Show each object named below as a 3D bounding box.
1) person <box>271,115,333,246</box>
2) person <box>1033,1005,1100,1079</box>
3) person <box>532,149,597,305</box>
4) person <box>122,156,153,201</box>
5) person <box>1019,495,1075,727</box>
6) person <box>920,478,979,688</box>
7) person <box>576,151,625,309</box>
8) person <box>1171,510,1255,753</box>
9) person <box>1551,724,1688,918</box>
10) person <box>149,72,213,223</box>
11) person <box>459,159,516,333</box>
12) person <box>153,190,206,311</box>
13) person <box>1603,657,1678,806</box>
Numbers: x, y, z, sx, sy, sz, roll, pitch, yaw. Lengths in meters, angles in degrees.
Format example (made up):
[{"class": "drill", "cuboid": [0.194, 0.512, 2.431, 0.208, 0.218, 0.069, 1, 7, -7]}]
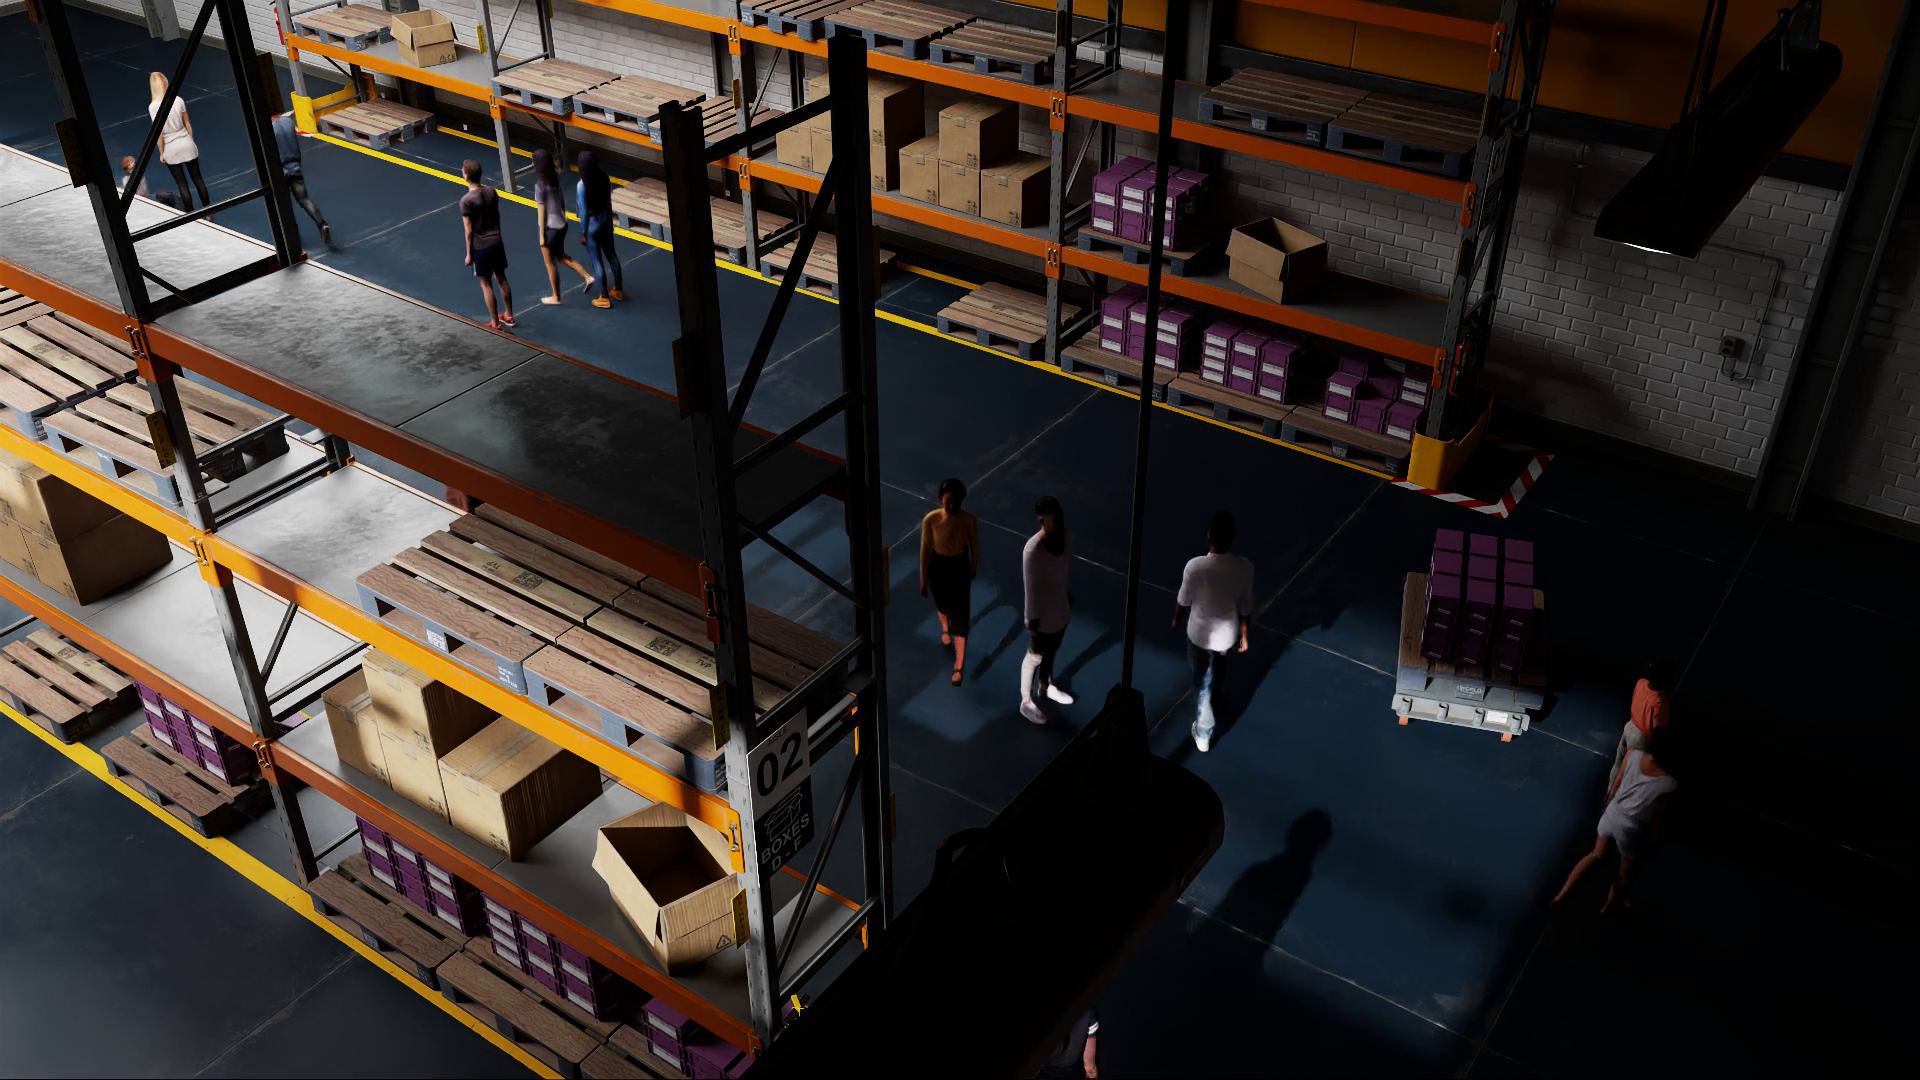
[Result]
[{"class": "person", "cuboid": [-7.590, -4.175, 18.893, 1.020, 1.791, 0.649, 20, 39, 28]}, {"class": "person", "cuboid": [0.456, 2.832, 8.447, 1.201, 1.685, 1.107, 2, 34, 3]}, {"class": "person", "cuboid": [-4.230, -3.291, 17.628, 0.964, 1.720, 0.827, 4, 34, 6]}, {"class": "person", "cuboid": [-9.339, -3.784, 18.868, 0.831, 1.168, 0.465, 19, 38, 26]}, {"class": "person", "cuboid": [0.620, 0.466, 11.866, 0.527, 1.840, 0.660, 22, 39, 29]}, {"class": "person", "cuboid": [-0.086, 0.222, 12.432, 1.007, 1.621, 0.965, 1, 34, 2]}, {"class": "person", "cuboid": [-3.839, -3.305, 17.657, 0.507, 1.711, 0.600, 21, 39, 29]}, {"class": "person", "cuboid": [1.783, 0.679, 11.597, 1.018, 1.784, 1.072, -6, 34, -9]}, {"class": "person", "cuboid": [4.024, 1.757, 10.121, 0.907, 1.621, 0.910, -18, 38, -25]}, {"class": "person", "cuboid": [-9.130, -4.565, 19.452, 0.546, 1.822, 0.620, 25, 41, 32]}, {"class": "person", "cuboid": [-4.867, -3.016, 17.094, 0.555, 1.853, 0.659, 18, 38, 25]}, {"class": "person", "cuboid": [-7.669, -2.621, 16.613, 1.026, 1.727, 0.646, 23, 40, 31]}, {"class": "person", "cuboid": [4.530, 1.312, 11.072, 0.615, 1.311, 0.561, -4, 34, -5]}]
